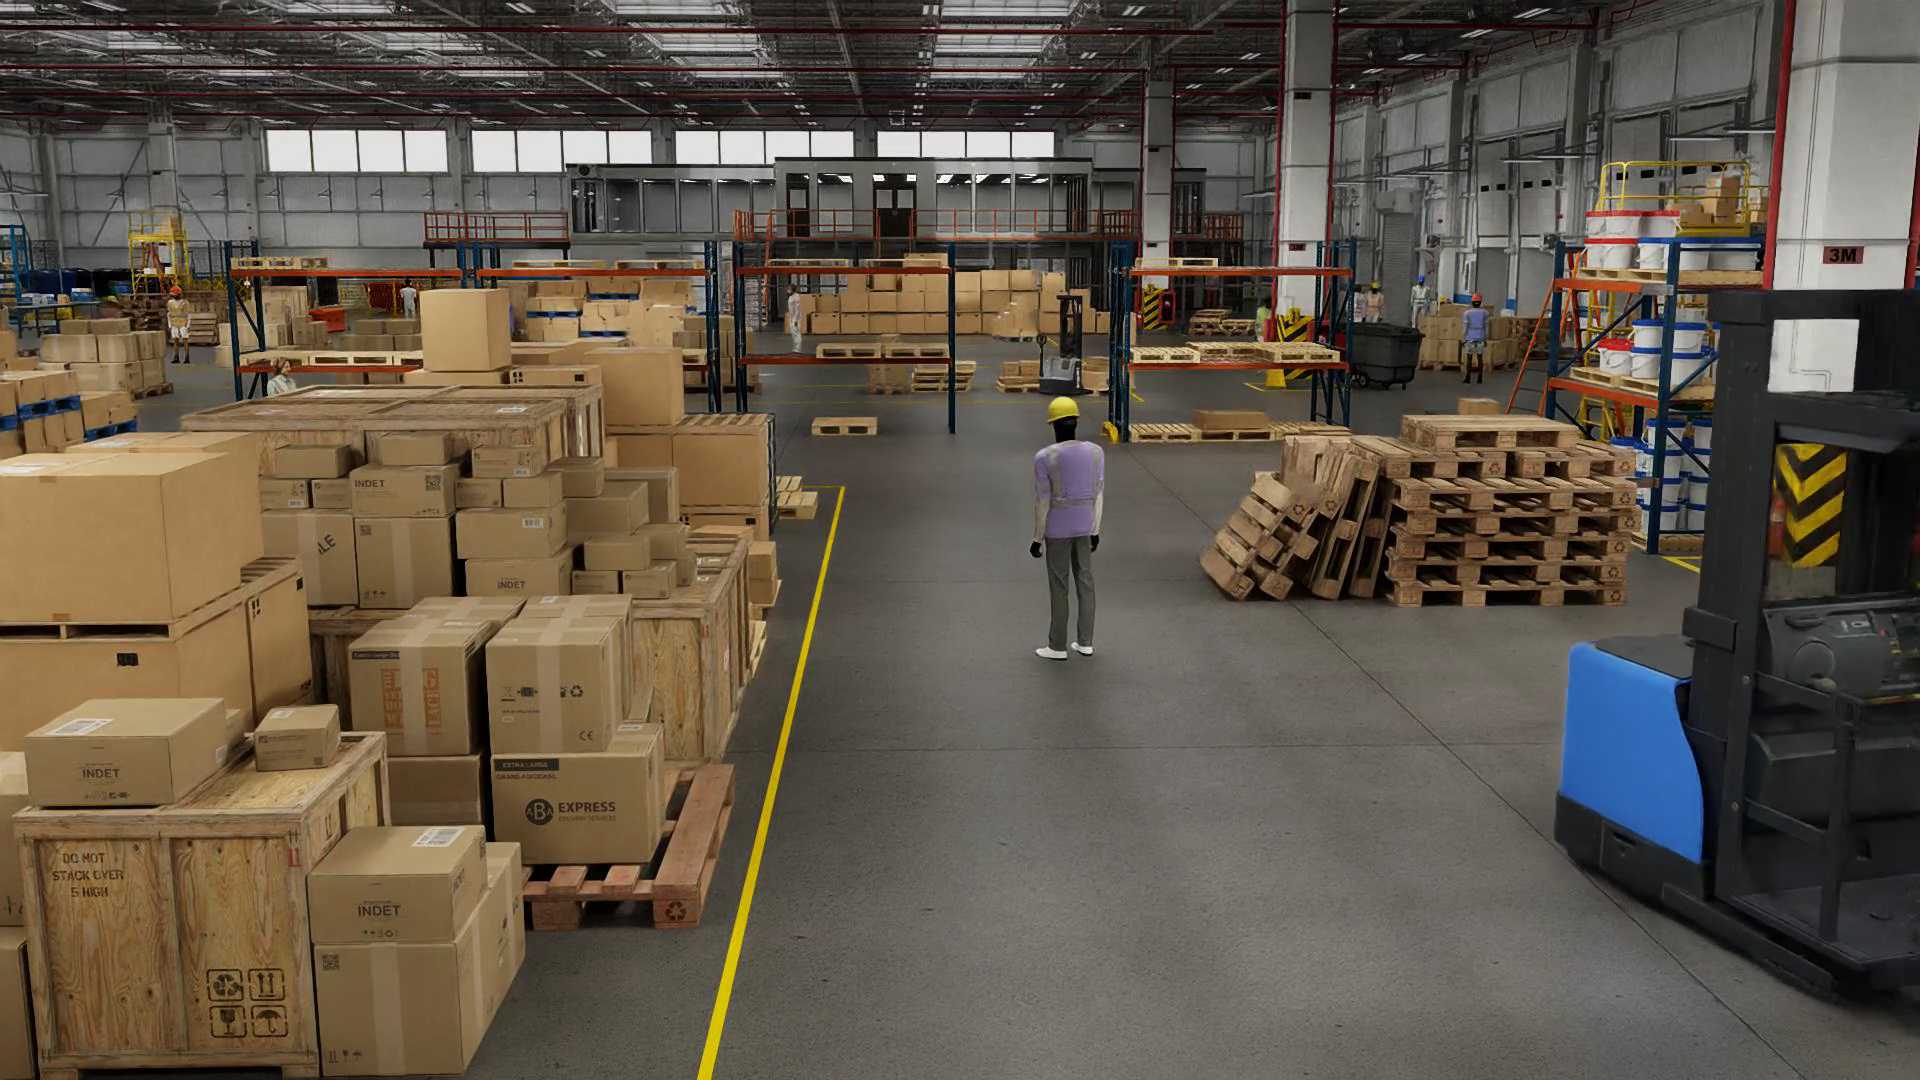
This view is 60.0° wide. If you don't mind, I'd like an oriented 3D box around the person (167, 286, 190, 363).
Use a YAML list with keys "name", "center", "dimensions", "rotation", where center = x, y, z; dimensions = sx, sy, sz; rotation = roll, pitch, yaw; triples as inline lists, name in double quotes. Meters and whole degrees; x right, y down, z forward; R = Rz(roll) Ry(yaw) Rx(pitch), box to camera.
- name: "person"
  center: [-19.507, -5.367, 41.535]
  dimensions: [0.542, 1.929, 0.369]
  rotation: [-1, 10, -4]

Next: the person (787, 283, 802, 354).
- name: "person"
  center: [-4.414, -5.873, 44.368]
  dimensions: [0.368, 1.932, 0.623]
  rotation: [-5, 11, -25]

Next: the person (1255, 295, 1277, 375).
- name: "person"
  center: [6.946, -4.632, 37.715]
  dimensions: [0.653, 1.825, 0.633]
  rotation: [6, 12, 30]

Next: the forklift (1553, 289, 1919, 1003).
- name: "forklift"
  center: [3.694, 0.291, 7.360]
  dimensions: [1.129, 2.768, 1.873]
  rotation: [-3, 11, -16]

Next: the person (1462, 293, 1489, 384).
- name: "person"
  center: [11.041, -4.317, 35.656]
  dimensions: [0.545, 1.938, 0.362]
  rotation: [1, 10, 5]

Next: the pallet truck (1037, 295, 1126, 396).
- name: "pallet truck"
  center: [2.483, -3.881, 33.060]
  dimensions: [1.885, 1.965, 0.823]
  rotation: [-7, 13, -36]

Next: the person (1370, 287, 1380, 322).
- name: "person"
  center: [13.668, -7.621, 54.692]
  dimensions: [0.506, 1.694, 0.892]
  rotation: [9, 14, 42]

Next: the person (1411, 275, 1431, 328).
- name: "person"
  center: [14.940, -7.606, 53.958]
  dimensions: [0.605, 1.944, 0.402]
  rotation: [2, 10, 13]

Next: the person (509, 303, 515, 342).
- name: "person"
  center: [-10.834, -4.986, 39.481]
  dimensions: [0.598, 1.929, 0.396]
  rotation: [4, 11, 19]

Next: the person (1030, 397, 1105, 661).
- name: "person"
  center: [0.770, -0.078, 12.100]
  dimensions: [0.585, 1.918, 0.379]
  rotation: [-6, 12, -30]

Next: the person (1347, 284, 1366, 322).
- name: "person"
  center: [11.278, -6.355, 47.282]
  dimensions: [0.429, 1.844, 0.627]
  rotation: [-8, 13, -38]

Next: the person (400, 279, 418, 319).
- name: "person"
  center: [-17.484, -7.363, 52.837]
  dimensions: [0.508, 1.865, 0.329]
  rotation: [-2, 10, -13]

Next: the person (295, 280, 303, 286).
- name: "person"
  center: [-19.755, -6.793, 49.500]
  dimensions: [0.619, 1.931, 0.968]
  rotation: [9, 14, 41]

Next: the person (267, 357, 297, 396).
- name: "person"
  center: [-8.241, -1.413, 20.311]
  dimensions: [0.307, 1.641, 0.513]
  rotation: [2, 10, 11]

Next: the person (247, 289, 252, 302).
- name: "person"
  center: [-18.347, -5.618, 43.277]
  dimensions: [0.521, 1.815, 1.015]
  rotation: [4, 11, 19]

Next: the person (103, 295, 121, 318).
- name: "person"
  center: [-20.321, -5.018, 40.089]
  dimensions: [0.550, 1.741, 0.694]
  rotation: [7, 12, 32]

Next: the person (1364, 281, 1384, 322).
- name: "person"
  center: [11.983, -6.569, 48.307]
  dimensions: [0.625, 1.899, 0.664]
  rotation: [3, 11, 16]

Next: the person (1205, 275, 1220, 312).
- name: "person"
  center: [10.851, -10.784, 71.558]
  dimensions: [0.612, 1.986, 0.407]
  rotation: [3, 11, 17]

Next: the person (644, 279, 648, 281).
- name: "person"
  center: [-10.132, -7.496, 53.655]
  dimensions: [0.550, 1.842, 0.339]
  rotation: [5, 11, 25]
